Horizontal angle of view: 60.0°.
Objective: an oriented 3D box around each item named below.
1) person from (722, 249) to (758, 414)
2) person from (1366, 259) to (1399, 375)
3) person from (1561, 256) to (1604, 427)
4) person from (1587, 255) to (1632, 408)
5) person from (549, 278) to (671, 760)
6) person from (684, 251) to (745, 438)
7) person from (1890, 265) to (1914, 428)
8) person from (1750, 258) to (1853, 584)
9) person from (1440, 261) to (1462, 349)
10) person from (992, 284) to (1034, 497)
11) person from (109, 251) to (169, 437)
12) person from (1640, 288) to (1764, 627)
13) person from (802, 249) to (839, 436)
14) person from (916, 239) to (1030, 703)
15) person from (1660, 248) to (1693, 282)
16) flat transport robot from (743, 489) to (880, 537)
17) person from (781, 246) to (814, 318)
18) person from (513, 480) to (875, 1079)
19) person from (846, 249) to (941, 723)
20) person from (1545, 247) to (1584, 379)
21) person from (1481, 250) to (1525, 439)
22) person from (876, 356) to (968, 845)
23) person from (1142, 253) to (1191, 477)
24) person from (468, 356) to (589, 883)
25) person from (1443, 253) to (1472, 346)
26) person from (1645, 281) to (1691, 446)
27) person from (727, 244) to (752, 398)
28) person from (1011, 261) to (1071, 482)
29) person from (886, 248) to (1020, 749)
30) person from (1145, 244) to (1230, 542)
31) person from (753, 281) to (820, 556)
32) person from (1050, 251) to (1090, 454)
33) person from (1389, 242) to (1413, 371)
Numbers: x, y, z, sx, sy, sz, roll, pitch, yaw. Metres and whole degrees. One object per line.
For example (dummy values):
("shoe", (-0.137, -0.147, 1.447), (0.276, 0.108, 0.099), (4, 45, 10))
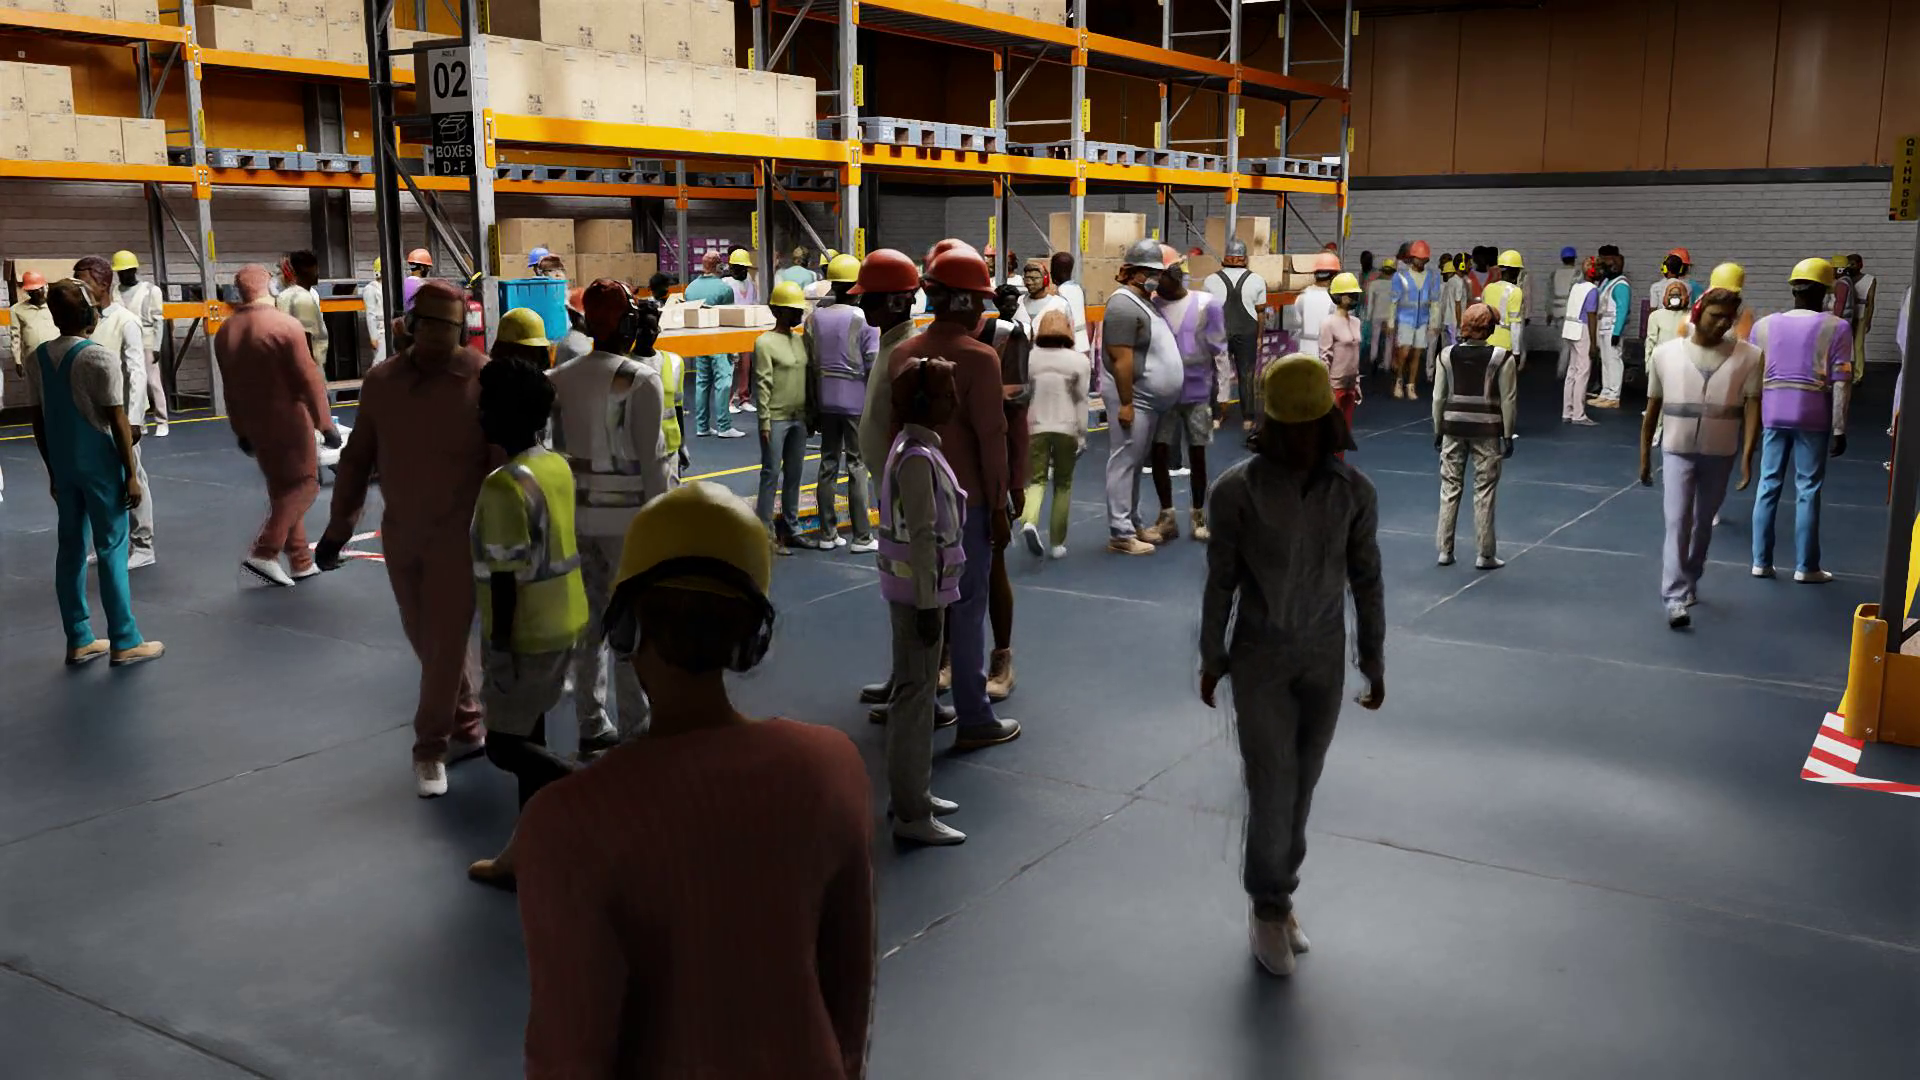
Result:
("person", (-2.585, -2.437, 19.490), (0.582, 1.919, 0.394), (-10, 14, -44))
("person", (6.346, -3.323, 24.867), (0.546, 1.743, 0.663), (4, 11, 20))
("person", (6.790, -2.164, 18.158), (0.384, 1.845, 0.565), (0, 10, -1))
("person", (7.877, -2.520, 20.147), (0.430, 1.844, 0.624), (1, 10, 7))
("person", (-1.324, -0.053, 6.383), (0.575, 1.880, 0.359), (7, 12, 34))
("person", (-2.504, -1.996, 17.065), (0.652, 1.905, 0.409), (7, 12, 34))
("person", (10.146, -2.074, 17.689), (0.344, 1.840, 0.516), (4, 11, 21))
("person", (4.967, -0.702, 9.866), (0.388, 1.916, 0.585), (-9, 14, -41))
("person", (6.692, -2.929, 22.714), (0.329, 1.735, 0.489), (-2, 10, -13))
("person", (0.345, -1.161, 13.040), (0.530, 1.687, 0.325), (-6, 12, -29))
("person", (-8.443, -1.996, 17.050), (0.603, 1.912, 0.426), (0, 10, 2))
("person", (3.947, -0.452, 8.894), (0.558, 1.781, 1.046), (3, 11, 18))
("person", (-1.338, -2.041, 17.255), (0.592, 1.925, 0.385), (-2, 10, -10))
("person", (0.007, -0.298, 7.330), (0.614, 2.030, 0.409), (5, 11, 24))
("person", (8.244, -2.409, 19.296), (0.388, 1.929, 0.544), (3, 11, 14))
("flat transport robot", (-1.261, -0.158, 11.413), (0.652, 0.197, 1.431), (9, 14, 42))
("person", (-2.144, -2.949, 22.253), (0.374, 1.939, 0.628), (-9, 13, -40))
("person", (-0.335, 0.790, 2.138), (0.558, 1.711, 0.818), (-8, 13, -38))
("person", (-0.270, -0.227, 7.045), (0.407, 1.986, 0.616), (-2, 10, -11))
("person", (8.948, -3.323, 24.399), (0.548, 1.917, 0.705), (-8, 13, -39))
("person", (5.550, -1.992, 17.025), (0.408, 1.918, 0.584), (-4, 11, -19))
("person", (-0.128, 0.199, 5.643), (0.307, 1.639, 0.525), (-1, 10, -3))
("person", (1.799, -1.500, 14.300), (0.581, 1.919, 0.396), (7, 12, 35))
("person", (-1.258, 0.279, 5.079), (0.574, 1.679, 0.538), (1, 10, 7))
("person", (6.341, -2.727, 21.250), (0.323, 1.861, 0.517), (1, 10, 6))
("person", (6.975, -1.713, 16.286), (0.504, 1.623, 0.286), (4, 11, 21))
("person", (-2.824, -2.798, 21.340), (0.368, 1.966, 0.603), (0, 10, 0))
("person", (0.657, -1.412, 13.992), (0.573, 1.843, 0.374), (5, 11, 26))
("person", (-0.024, -0.164, 6.685), (0.608, 1.987, 0.392), (10, 14, 44))
("person", (1.479, -0.961, 11.096), (0.662, 1.990, 0.524), (3, 11, 16))
("person", (-1.116, -0.780, 10.735), (0.340, 1.760, 0.525), (7, 12, 33))
("person", (1.024, -1.750, 15.678), (0.378, 1.916, 0.600), (3, 11, 16))
("person", (6.903, -3.659, 25.907), (0.532, 2.000, 0.754), (1, 10, 7))
